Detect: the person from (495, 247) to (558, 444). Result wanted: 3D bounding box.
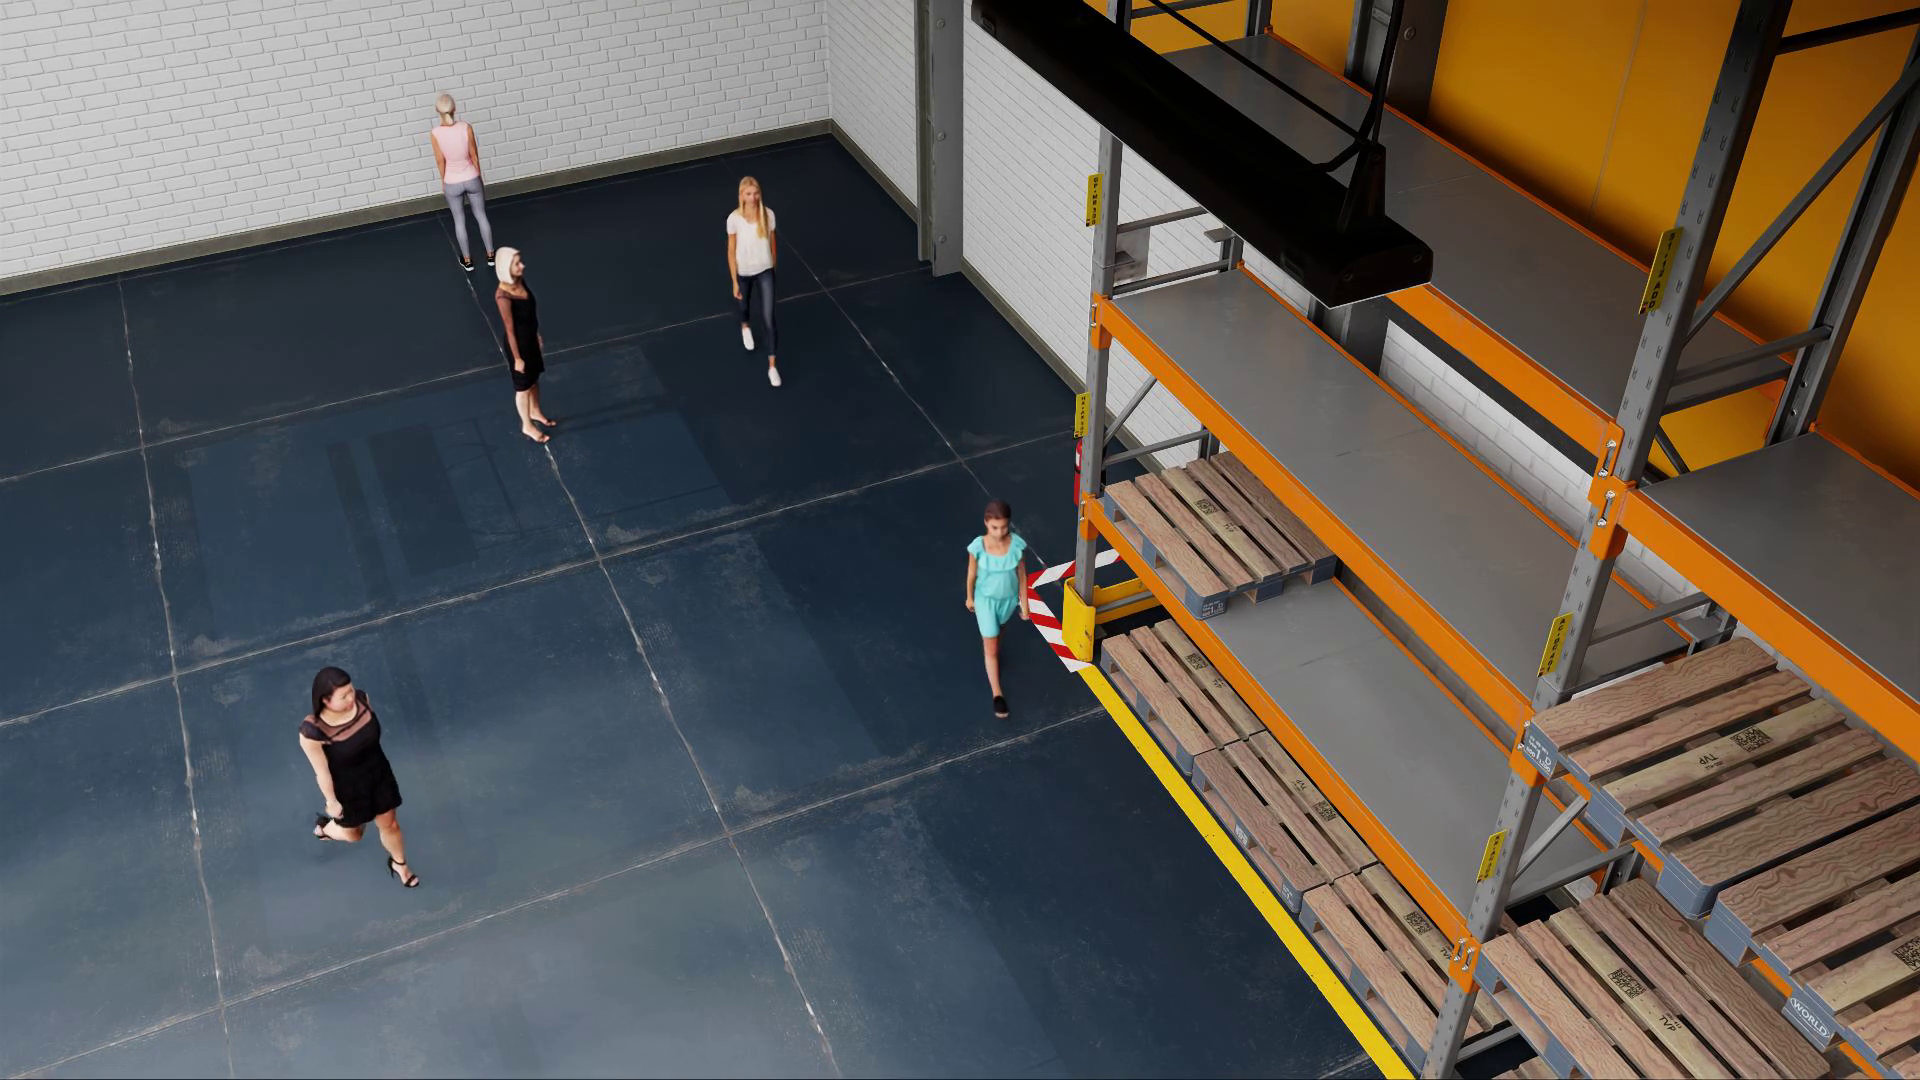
[{"bbox_3d":[-3.486,-1.560,13.220,0.728,1.745,0.628,6,39,7],"label":"person"}]

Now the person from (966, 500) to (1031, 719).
[{"bbox_3d":[0.236,0.342,11.023,0.733,1.515,1.090,-7,39,-8],"label":"person"}]

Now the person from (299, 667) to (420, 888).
[{"bbox_3d":[-3.545,1.377,9.585,1.057,1.692,0.932,21,43,24],"label":"person"}]

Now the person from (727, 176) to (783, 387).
[{"bbox_3d":[-1.777,-2.270,14.088,0.747,1.771,1.213,-9,39,-11],"label":"person"}]

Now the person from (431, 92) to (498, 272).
[{"bbox_3d":[-4.626,-3.332,15.453,0.557,1.726,0.527,-14,41,-17],"label":"person"}]
